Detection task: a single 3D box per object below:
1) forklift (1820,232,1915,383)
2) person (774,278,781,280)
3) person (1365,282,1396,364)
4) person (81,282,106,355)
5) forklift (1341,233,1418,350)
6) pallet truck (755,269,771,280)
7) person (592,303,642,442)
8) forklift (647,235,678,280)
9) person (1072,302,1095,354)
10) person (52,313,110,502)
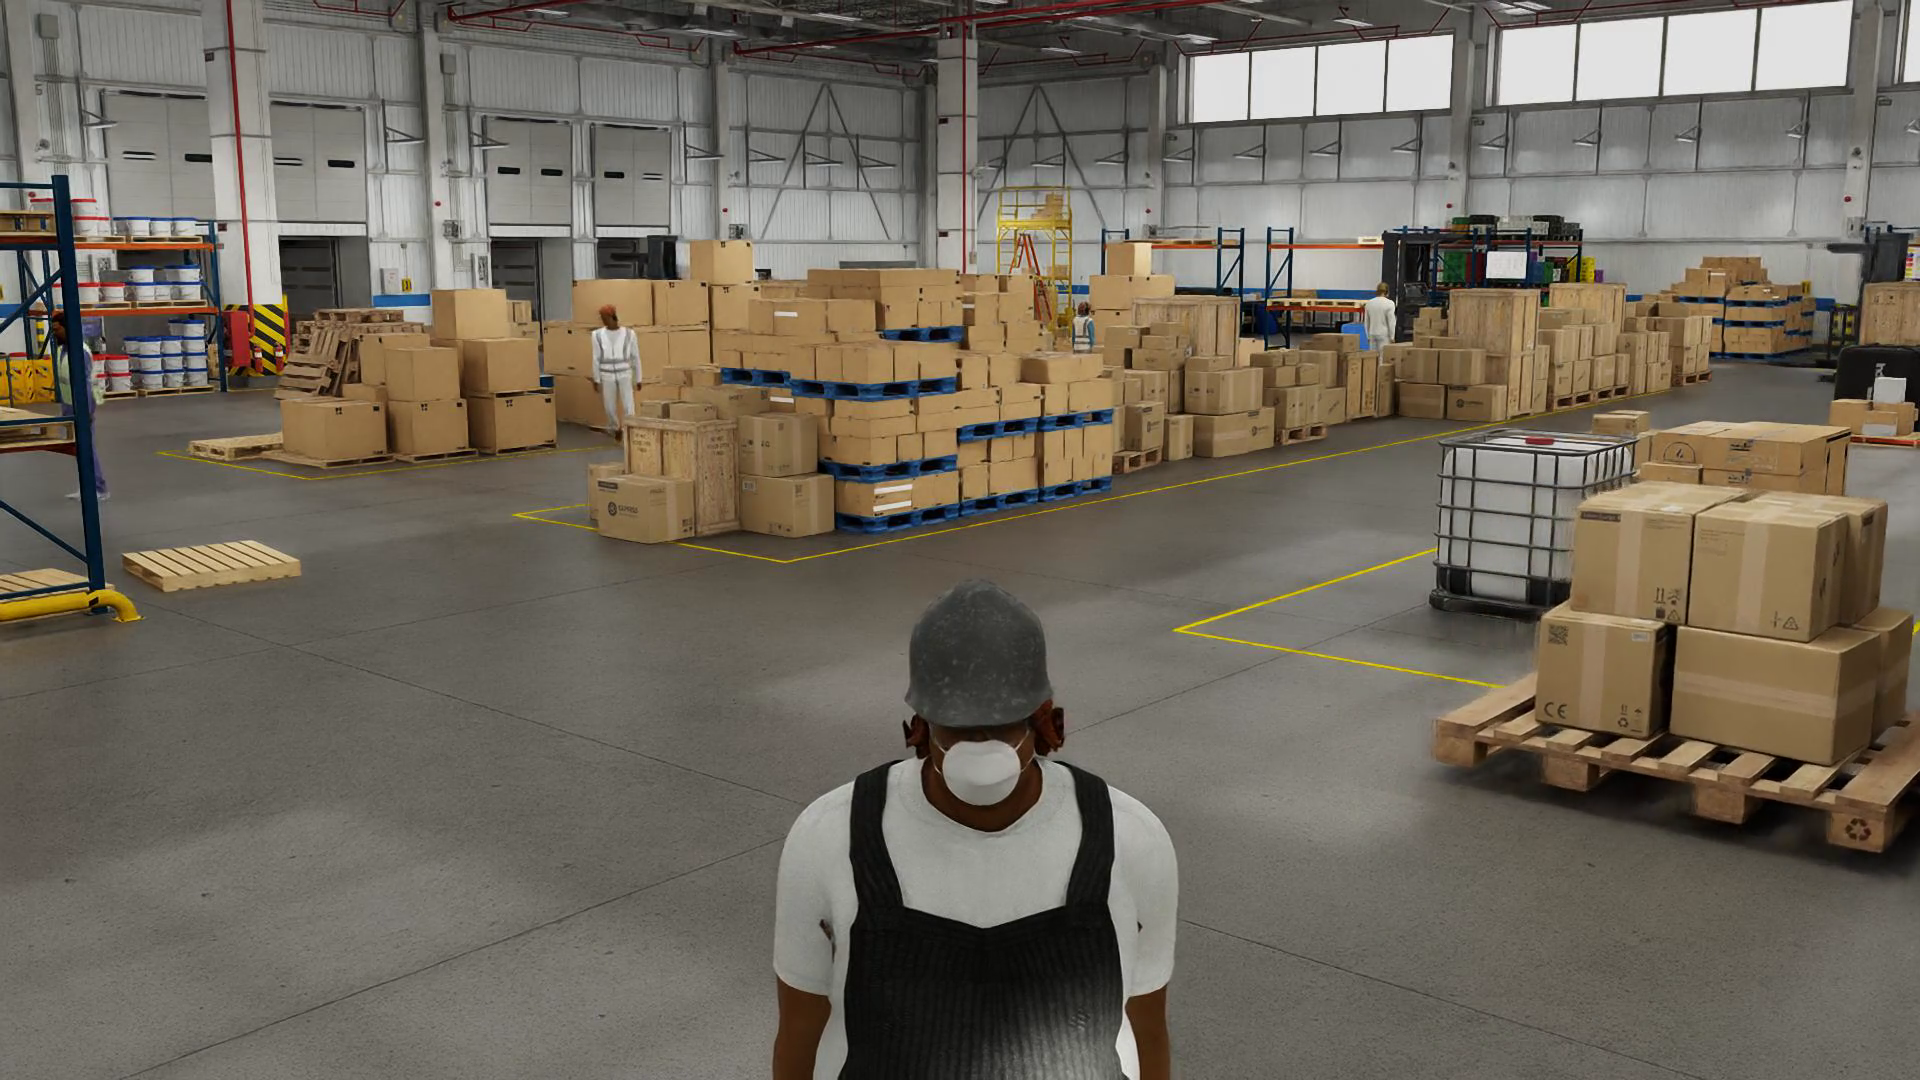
[{"bbox_3d":[17.230,-4.291,30.821,1.873,2.768,1.129,8,13,40],"label":"forklift"},{"bbox_3d":[-3.791,-4.488,34.706,0.625,1.916,0.570,-4,11,-23],"label":"person"},{"bbox_3d":[7.540,-3.644,29.819,0.372,1.940,0.631,-8,13,-39],"label":"person"},{"bbox_3d":[-16.105,-3.815,30.828,0.373,1.928,0.543,6,11,29],"label":"person"},{"bbox_3d":[8.358,-4.466,31.817,1.873,2.768,1.129,8,13,40],"label":"forklift"},{"bbox_3d":[-4.996,-6.432,45.525,1.885,1.965,0.823,-6,12,-32],"label":"pallet truck"},{"bbox_3d":[-4.325,-2.072,21.092,0.616,1.865,0.652,0,10,-1],"label":"person"},{"bbox_3d":[-6.576,-5.380,37.025,1.873,2.768,1.129,3,10,15],"label":"forklift"},{"bbox_3d":[2.105,-3.231,28.316,0.309,1.639,0.523,-8,13,-37],"label":"person"},{"bbox_3d":[-8.897,-1.341,16.816,0.402,1.903,0.608,-10,14,-44],"label":"person"}]
